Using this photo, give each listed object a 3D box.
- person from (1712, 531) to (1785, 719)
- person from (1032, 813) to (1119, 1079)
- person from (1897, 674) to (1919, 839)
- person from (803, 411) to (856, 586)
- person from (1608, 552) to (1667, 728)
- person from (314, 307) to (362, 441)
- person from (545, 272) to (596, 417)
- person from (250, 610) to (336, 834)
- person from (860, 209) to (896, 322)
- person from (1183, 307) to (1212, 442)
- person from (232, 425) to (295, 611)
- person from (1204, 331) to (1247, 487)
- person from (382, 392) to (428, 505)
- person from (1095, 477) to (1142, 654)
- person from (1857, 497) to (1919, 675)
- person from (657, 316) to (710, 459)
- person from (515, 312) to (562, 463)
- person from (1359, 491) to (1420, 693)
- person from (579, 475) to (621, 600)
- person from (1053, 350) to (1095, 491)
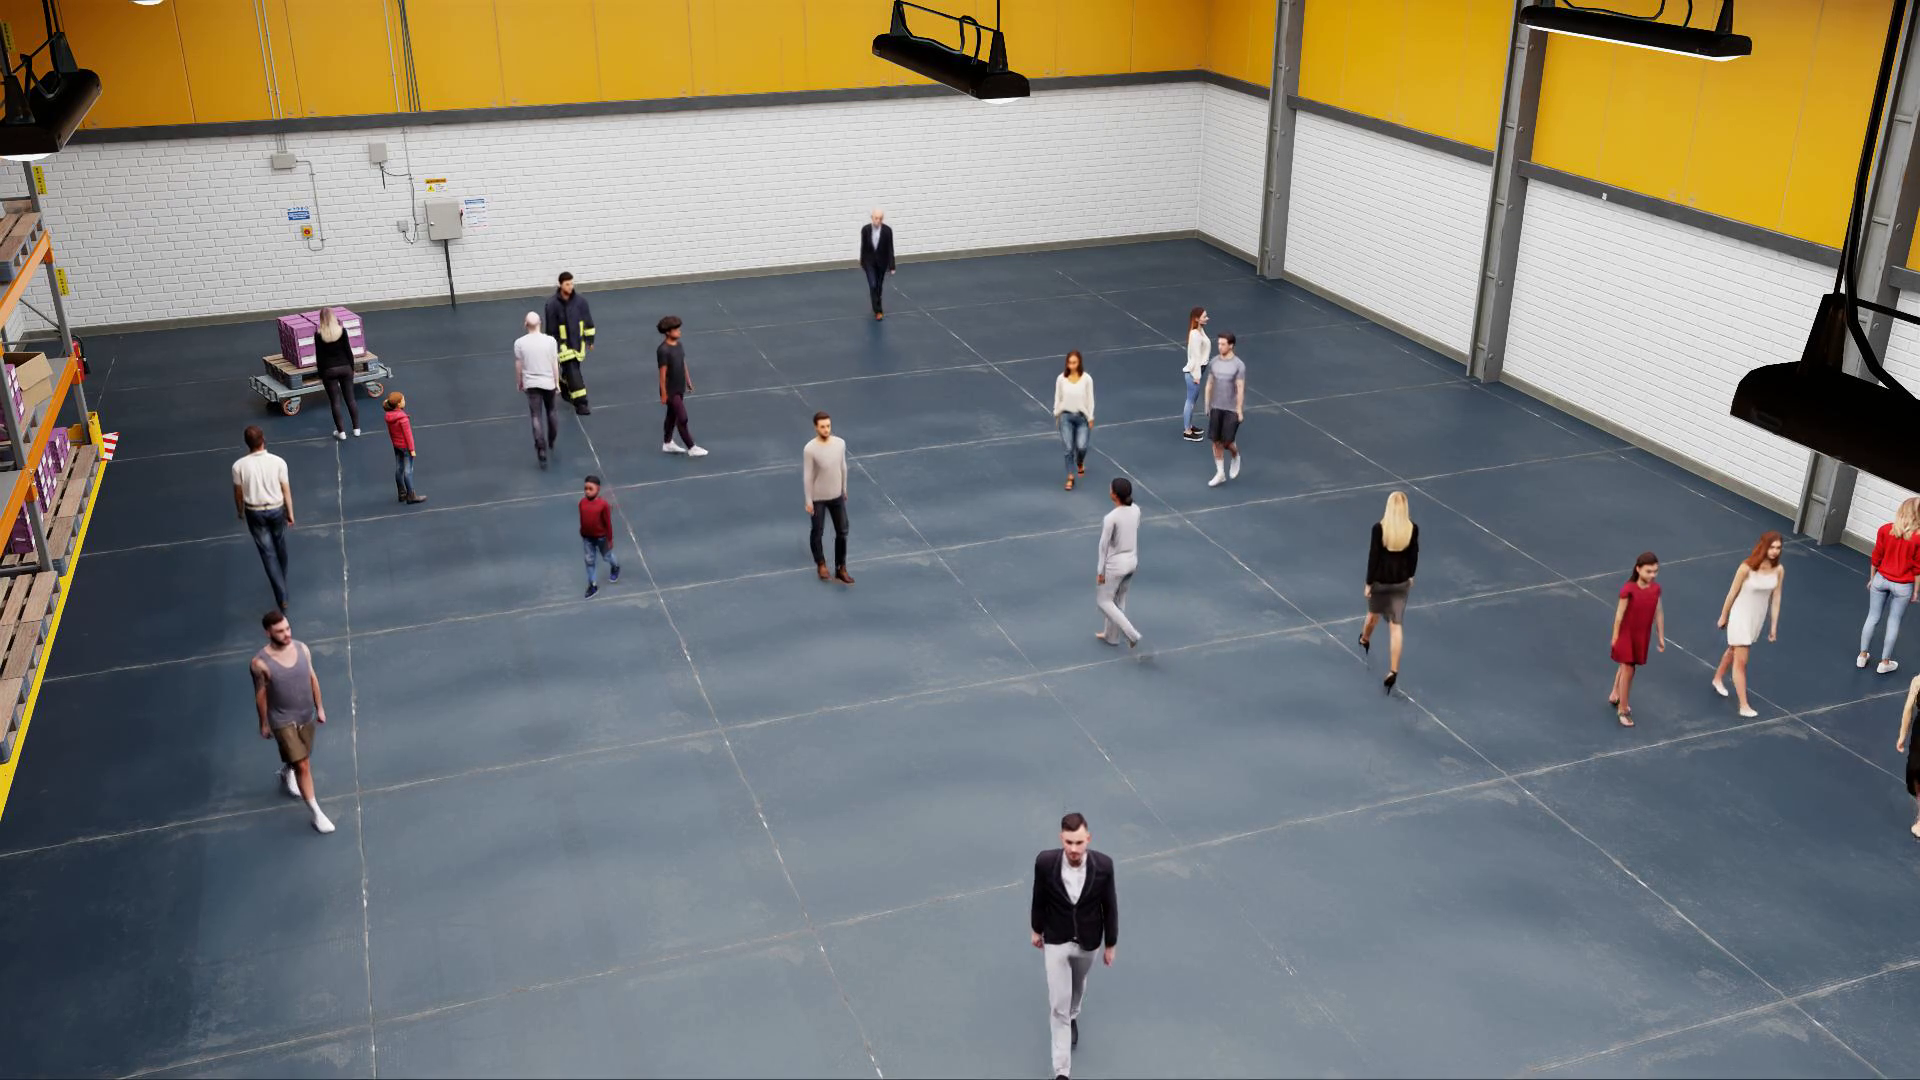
[{"bbox_3d":[6.887,0.662,14.640,0.776,1.666,1.127,0,24,-1],"label":"person"},{"bbox_3d":[0.709,2.449,10.383,0.975,1.800,1.255,1,24,1],"label":"person"},{"bbox_3d":[7.479,1.547,12.713,0.613,1.587,0.764,22,32,40],"label":"person"},{"bbox_3d":[-1.408,-0.465,16.989,0.747,1.848,0.856,-12,26,-26],"label":"person"},{"bbox_3d":[5.848,0.786,14.516,0.605,1.537,0.788,-6,24,-13],"label":"person"},{"bbox_3d":[-7.848,-2.102,20.938,0.660,1.685,0.612,-15,28,-31],"label":"person"},{"bbox_3d":[-5.169,-2.609,21.856,1.011,1.879,1.339,-15,28,-31],"label":"person"},{"bbox_3d":[-5.258,1.346,12.992,1.280,1.813,1.017,19,30,37],"label":"person"},{"bbox_3d":[-1.332,-4.305,25.923,0.875,1.728,1.301,-1,24,-3],"label":"person"},{"bbox_3d":[2.958,-2.107,20.941,0.764,1.692,0.664,5,24,12],"label":"person"},{"bbox_3d":[-6.840,-0.184,16.402,0.802,1.804,1.262,-12,26,-25],"label":"person"},{"bbox_3d":[3.170,-1.554,19.473,0.856,1.854,0.907,20,30,37],"label":"person"},{"bbox_3d":[-6.382,-1.062,19.017,0.570,1.318,0.654,18,29,35],"label":"person"},{"bbox_3d":[1.525,0.261,15.491,0.828,1.718,1.002,-19,30,-37],"label":"person"},{"bbox_3d":[8.519,0.403,15.183,0.744,1.704,0.587,-21,31,-39],"label":"person"},{"bbox_3d":[-3.580,-1.882,20.342,1.001,1.760,0.985,6,24,14],"label":"person"},{"bbox_3d":[-5.092,-1.822,20.152,0.736,1.801,1.221,-6,24,-14],"label":"person"},{"bbox_3d":[3.870,0.496,14.870,0.897,1.786,1.247,-1,24,-2],"label":"person"},{"bbox_3d":[-3.658,-0.074,16.858,0.780,1.236,0.915,5,24,12],"label":"person"},{"bbox_3d":[1.354,-1.425,19.410,0.793,1.669,0.849,6,24,12],"label":"person"}]
